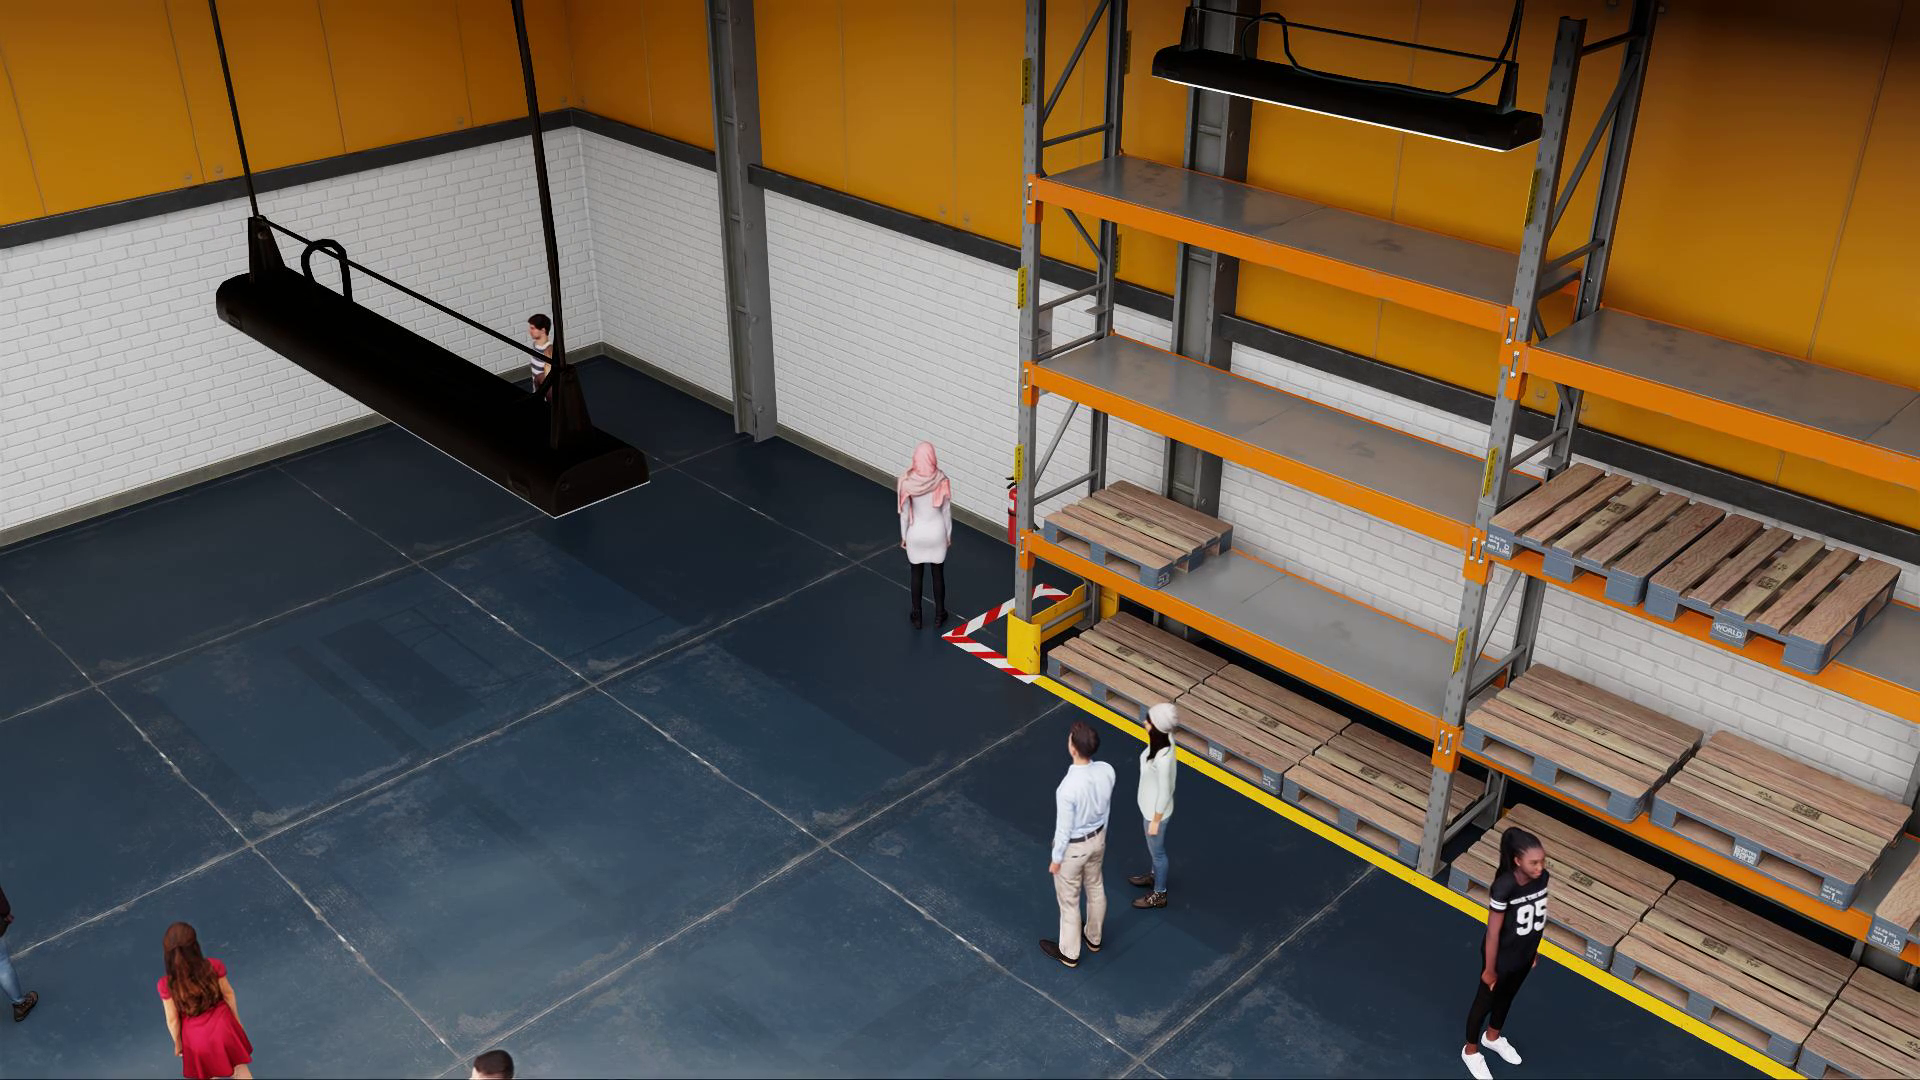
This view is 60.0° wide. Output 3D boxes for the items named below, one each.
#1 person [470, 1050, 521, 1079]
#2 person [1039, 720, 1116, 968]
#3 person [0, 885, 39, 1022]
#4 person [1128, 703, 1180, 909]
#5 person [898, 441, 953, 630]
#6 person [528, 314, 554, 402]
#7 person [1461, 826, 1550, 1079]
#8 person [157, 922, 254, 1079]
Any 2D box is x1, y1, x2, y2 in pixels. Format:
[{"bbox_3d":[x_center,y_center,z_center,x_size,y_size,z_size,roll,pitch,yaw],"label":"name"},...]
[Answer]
[{"bbox_3d":[-2.273,3.287,8.532,0.748,1.760,0.593,-12,31,-20],"label":"person"},{"bbox_3d":[0.775,1.981,10.836,0.656,1.846,0.596,-23,36,-35],"label":"person"},{"bbox_3d":[-6.185,2.355,10.372,0.729,1.634,0.751,-8,30,-15],"label":"person"},{"bbox_3d":[1.341,1.803,11.373,0.681,1.644,0.635,2,29,4],"label":"person"},{"bbox_3d":[-0.292,-0.040,14.584,0.735,1.804,0.790,-1,29,-2],"label":"person"},{"bbox_3d":[-4.213,-1.461,17.137,0.715,1.854,0.475,-23,36,-36],"label":"person"},{"bbox_3d":[3.307,2.486,10.032,0.657,1.729,0.645,-17,33,-29],"label":"person"},{"bbox_3d":[-4.336,2.830,9.586,0.587,1.553,0.642,-19,34,-30],"label":"person"}]
